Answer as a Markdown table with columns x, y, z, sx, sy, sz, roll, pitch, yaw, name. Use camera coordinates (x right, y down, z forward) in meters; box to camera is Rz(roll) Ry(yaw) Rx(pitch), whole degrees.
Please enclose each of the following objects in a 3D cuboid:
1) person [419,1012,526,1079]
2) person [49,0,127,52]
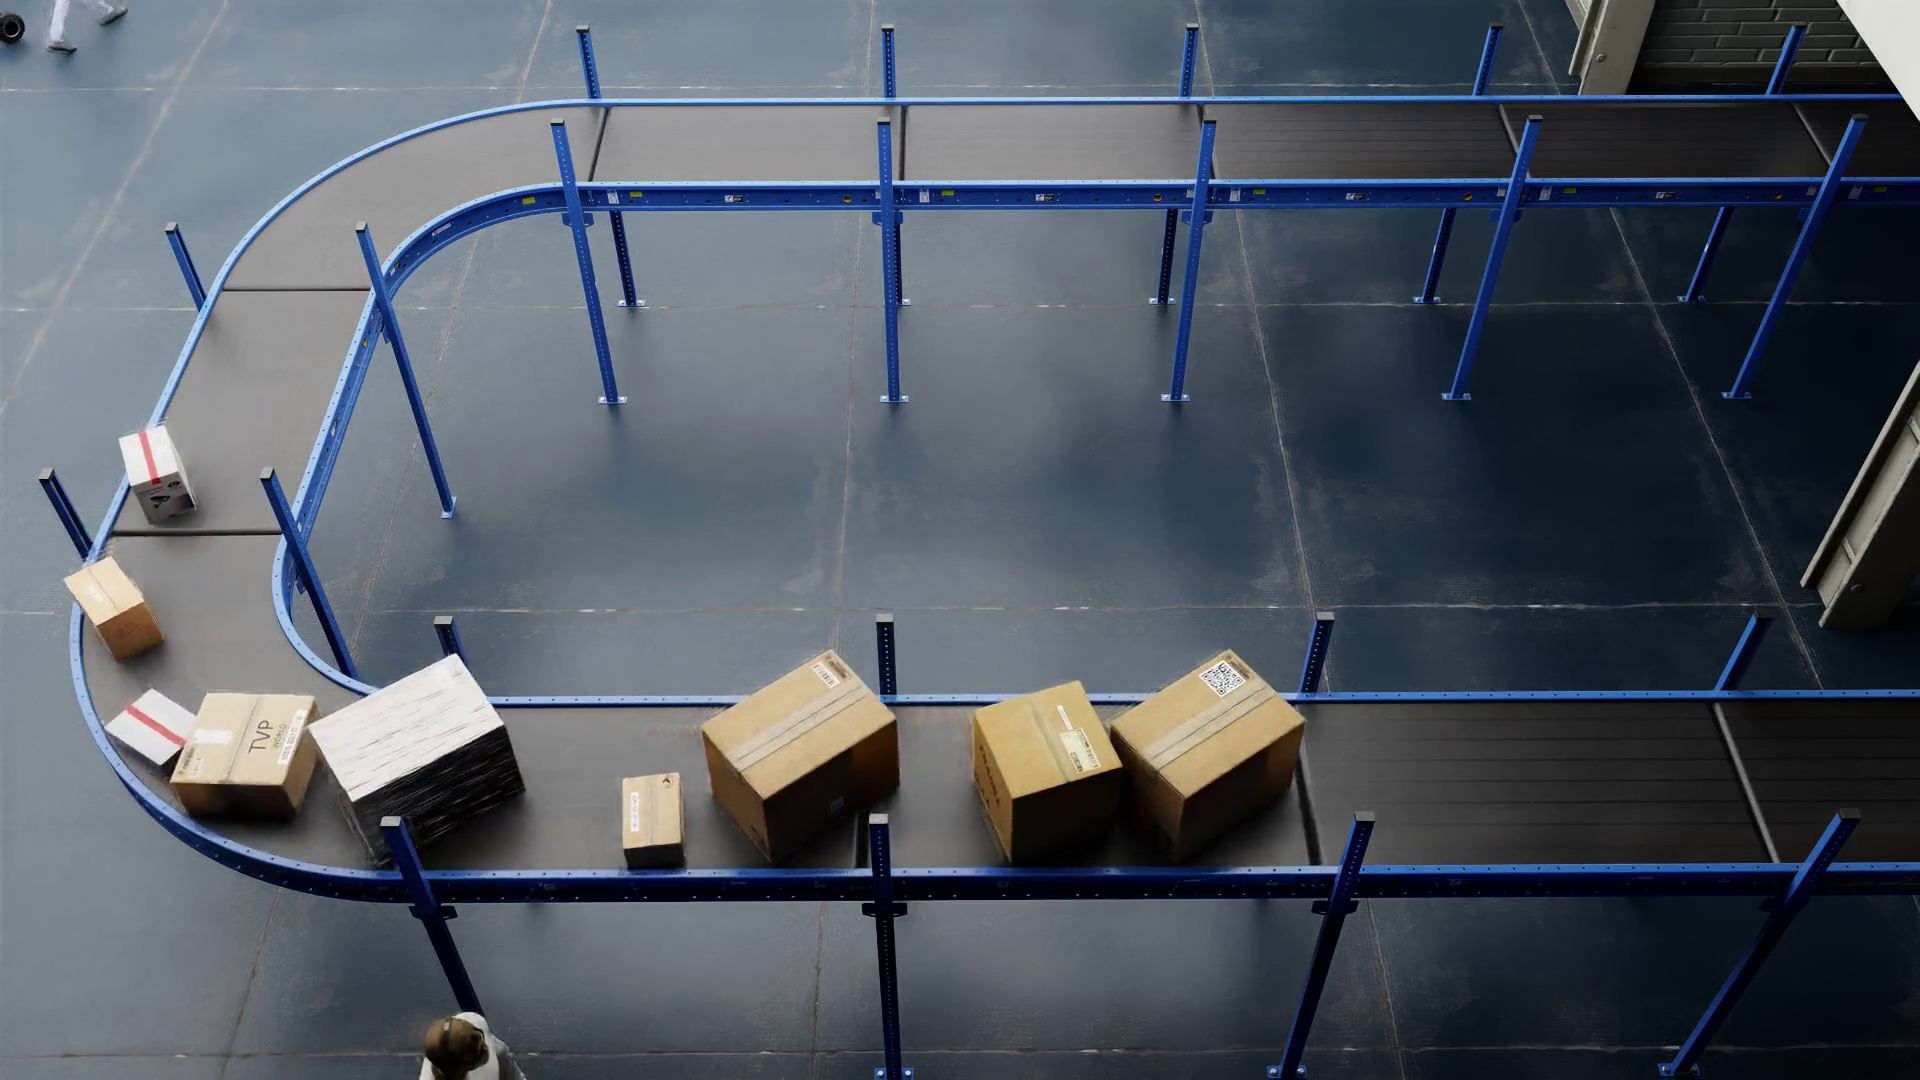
| x | y | z | sx | sy | sz | roll | pitch | yaw | name |
| --- | --- | --- | --- | --- | --- | --- | --- | --- | --- |
| -2.058 | 2.610 | 7.520 | 0.422 | 1.928 | 0.660 | 2 | 47 | 2 | person |
| -7.855 | -5.129 | 14.883 | 0.515 | 1.723 | 0.886 | 23 | 51 | 20 | person |
